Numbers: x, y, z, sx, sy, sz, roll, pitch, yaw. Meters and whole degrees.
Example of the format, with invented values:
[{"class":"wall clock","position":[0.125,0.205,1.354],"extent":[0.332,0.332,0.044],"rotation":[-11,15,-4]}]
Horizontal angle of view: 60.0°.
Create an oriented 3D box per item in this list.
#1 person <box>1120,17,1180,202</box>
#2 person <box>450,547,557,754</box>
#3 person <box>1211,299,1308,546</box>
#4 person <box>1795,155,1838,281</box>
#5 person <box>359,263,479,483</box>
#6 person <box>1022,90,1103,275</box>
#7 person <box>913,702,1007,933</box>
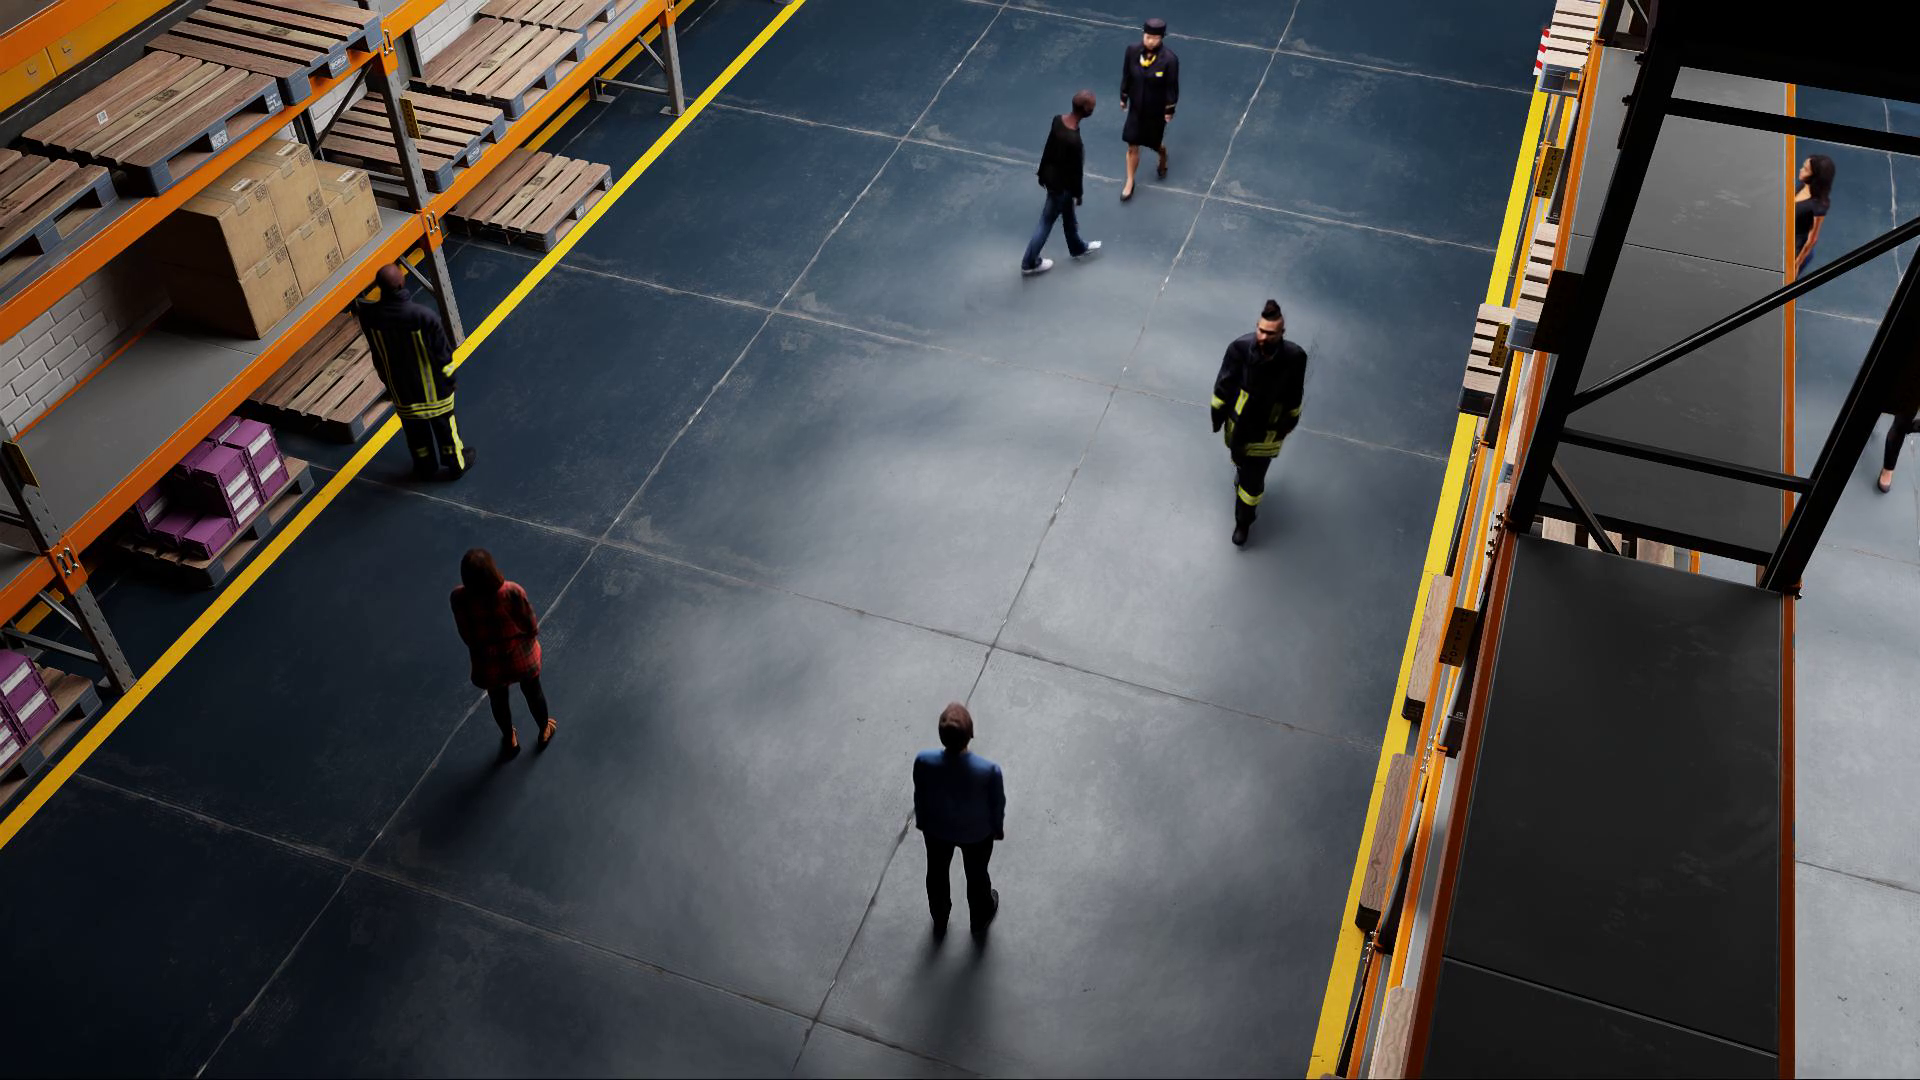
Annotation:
[{"class":"person","position":[1.716,-3.888,14.893],"extent":[0.792,1.653,1.000],"rotation":[20,47,20]},{"class":"person","position":[-2.764,0.671,10.073],"extent":[0.699,1.701,0.714],"rotation":[-7,44,-8]},{"class":"person","position":[2.102,-0.937,11.664],"extent":[0.755,1.834,1.100],"rotation":[16,46,16]},{"class":"person","position":[6.559,-2.270,13.133],"extent":[0.698,1.737,0.585],"rotation":[-1,44,-1]},{"class":"person","position":[-3.907,-1.203,11.953],"extent":[0.823,1.821,0.781],"rotation":[2,44,2]},{"class":"person","position":[0.744,-2.931,13.857],"extent":[1.059,1.695,1.050],"rotation":[-16,46,-16]},{"class":"person","position":[-0.007,1.536,9.079],"extent":[0.692,1.819,0.624],"rotation":[7,44,7]}]
